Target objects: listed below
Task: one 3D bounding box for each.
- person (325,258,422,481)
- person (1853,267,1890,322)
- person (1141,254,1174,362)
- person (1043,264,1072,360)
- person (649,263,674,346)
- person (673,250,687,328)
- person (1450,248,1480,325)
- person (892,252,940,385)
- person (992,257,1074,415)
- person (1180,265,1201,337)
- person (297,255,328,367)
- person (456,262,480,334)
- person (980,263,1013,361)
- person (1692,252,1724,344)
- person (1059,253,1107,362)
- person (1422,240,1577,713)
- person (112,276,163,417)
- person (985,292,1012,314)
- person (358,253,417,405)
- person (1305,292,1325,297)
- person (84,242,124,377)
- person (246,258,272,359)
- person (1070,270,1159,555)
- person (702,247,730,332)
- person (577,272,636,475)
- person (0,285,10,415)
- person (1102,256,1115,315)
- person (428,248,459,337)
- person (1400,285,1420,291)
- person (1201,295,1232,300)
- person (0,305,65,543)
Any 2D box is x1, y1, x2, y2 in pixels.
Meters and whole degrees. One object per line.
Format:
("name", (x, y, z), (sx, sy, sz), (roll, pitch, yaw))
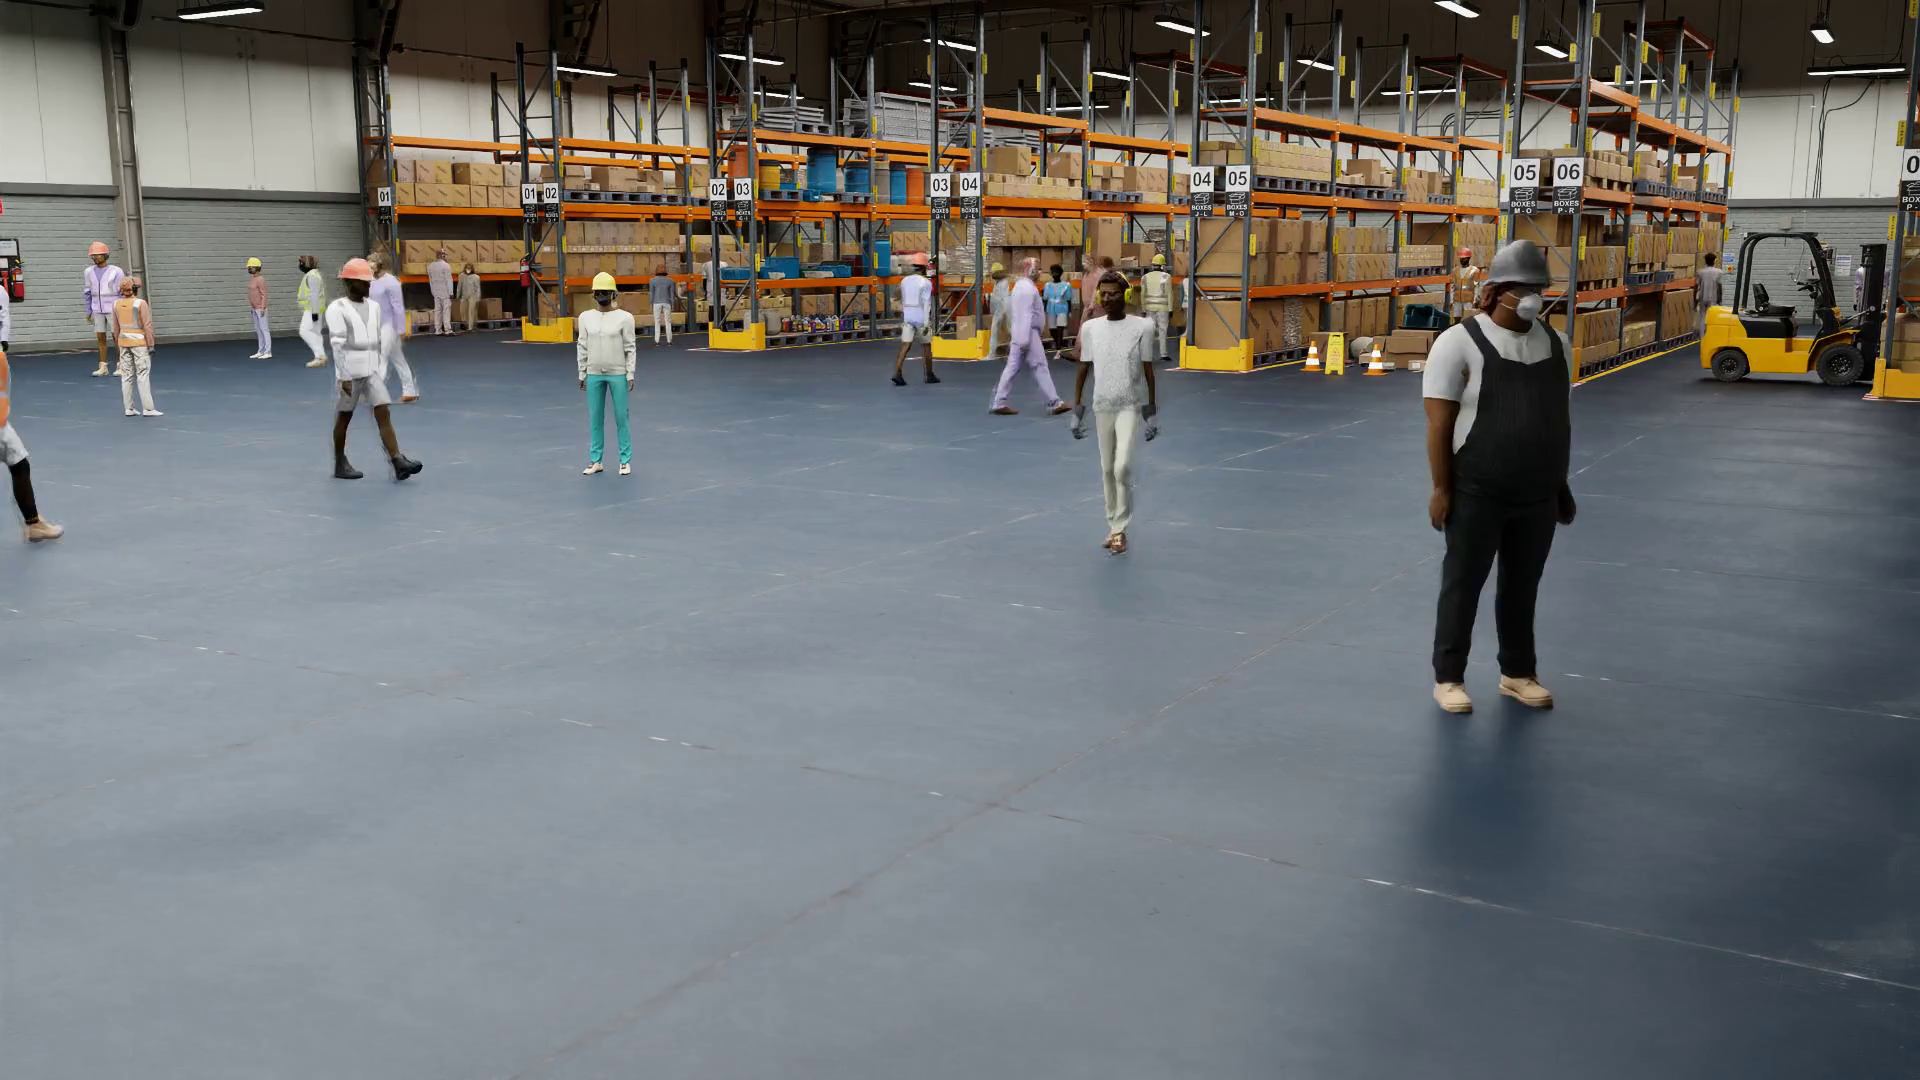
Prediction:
("person", (-5.034, -1.425, 14.089), (0.972, 1.884, 0.573), (6, 12, 30))
("person", (17.255, -4.549, 31.531), (0.582, 1.919, 0.391), (5, 11, 24))
("person", (3.394, -3.970, 28.504), (0.586, 1.835, 0.403), (6, 12, 31))
("person", (1.720, -3.992, 29.092), (0.534, 1.672, 0.723), (4, 11, 20))
("person", (-5.895, -4.651, 32.912), (0.494, 1.624, 0.280), (-3, 11, -19))
("person", (-6.621, -5.962, 39.600), (0.589, 1.840, 0.933), (7, 12, 33))
("person", (9.452, -4.508, 31.226), (0.549, 1.936, 0.377), (9, 13, 40))
("person", (-0.649, -3.154, 23.762), (0.549, 1.900, 0.961), (7, 12, 32))
("person", (0.846, -2.390, 19.599), (1.013, 1.848, 0.672), (-2, 10, -11))
("person", (4.380, -4.430, 31.659), (0.534, 1.619, 0.561), (9, 14, 42))
("person", (-10.612, -3.738, 27.215), (0.450, 1.829, 0.659), (-4, 11, -20))
("person", (-10.928, -5.367, 36.931), (0.570, 1.607, 0.375), (1, 10, 4))
("person", (0.793, -3.960, 28.854), (0.920, 1.690, 0.536), (-6, 12, -29))
("person", (14.251, -4.548, 31.669), (0.552, 1.857, 0.494), (6, 12, 31))
("person", (2.212, -3.918, 28.169), (1.013, 1.842, 0.671), (-5, 11, -27))
("person", (2.366, -0.268, 7.191), (0.711, 2.000, 0.535), (-3, 11, -15))
("person", (-9.640, -2.254, 19.432), (0.513, 1.642, 0.311), (3, 11, 15))
("person", (0.802, -4.815, 32.985), (0.626, 1.931, 0.375), (0, 10, 0))
("person", (-7.242, -2.610, 20.707), (0.971, 1.892, 0.635), (-8, 13, -39))
("person", (8.032, -5.554, 37.216), (0.593, 1.891, 0.490), (3, 11, 19))
("person", (-12.985, -3.495, 25.258), (0.615, 2.041, 0.392), (0, 10, 1))
("person", (-12.336, -4.065, 29.224), (0.315, 1.769, 0.523), (-9, 14, -42))
("person", (0.989, -0.826, 10.868), (0.556, 1.842, 0.724), (4, 11, 24))
("person", (-5.418, -5.547, 36.965), (0.600, 1.967, 0.368), (0, 10, 2))
("person", (-3.093, -1.449, 14.566), (0.525, 1.772, 0.309), (1, 10, 5))
("person", (-11.441, -2.356, 19.442), (0.619, 1.845, 0.430), (0, 10, -2))
("person", (2.543, -4.020, 28.870), (0.586, 1.821, 0.522), (-6, 12, -32))
("person", (-11.233, -5.375, 36.172), (0.649, 1.907, 0.409), (6, 12, 31))
("person", (10.954, -6.119, 40.330), (0.577, 1.904, 0.860), (7, 12, 35))
("person", (4.672, -4.395, 30.336), (0.606, 2.035, 0.405), (6, 12, 30))
("person", (-6.422, -0.767, 11.050), (0.533, 1.652, 0.832), (5, 11, 27))
